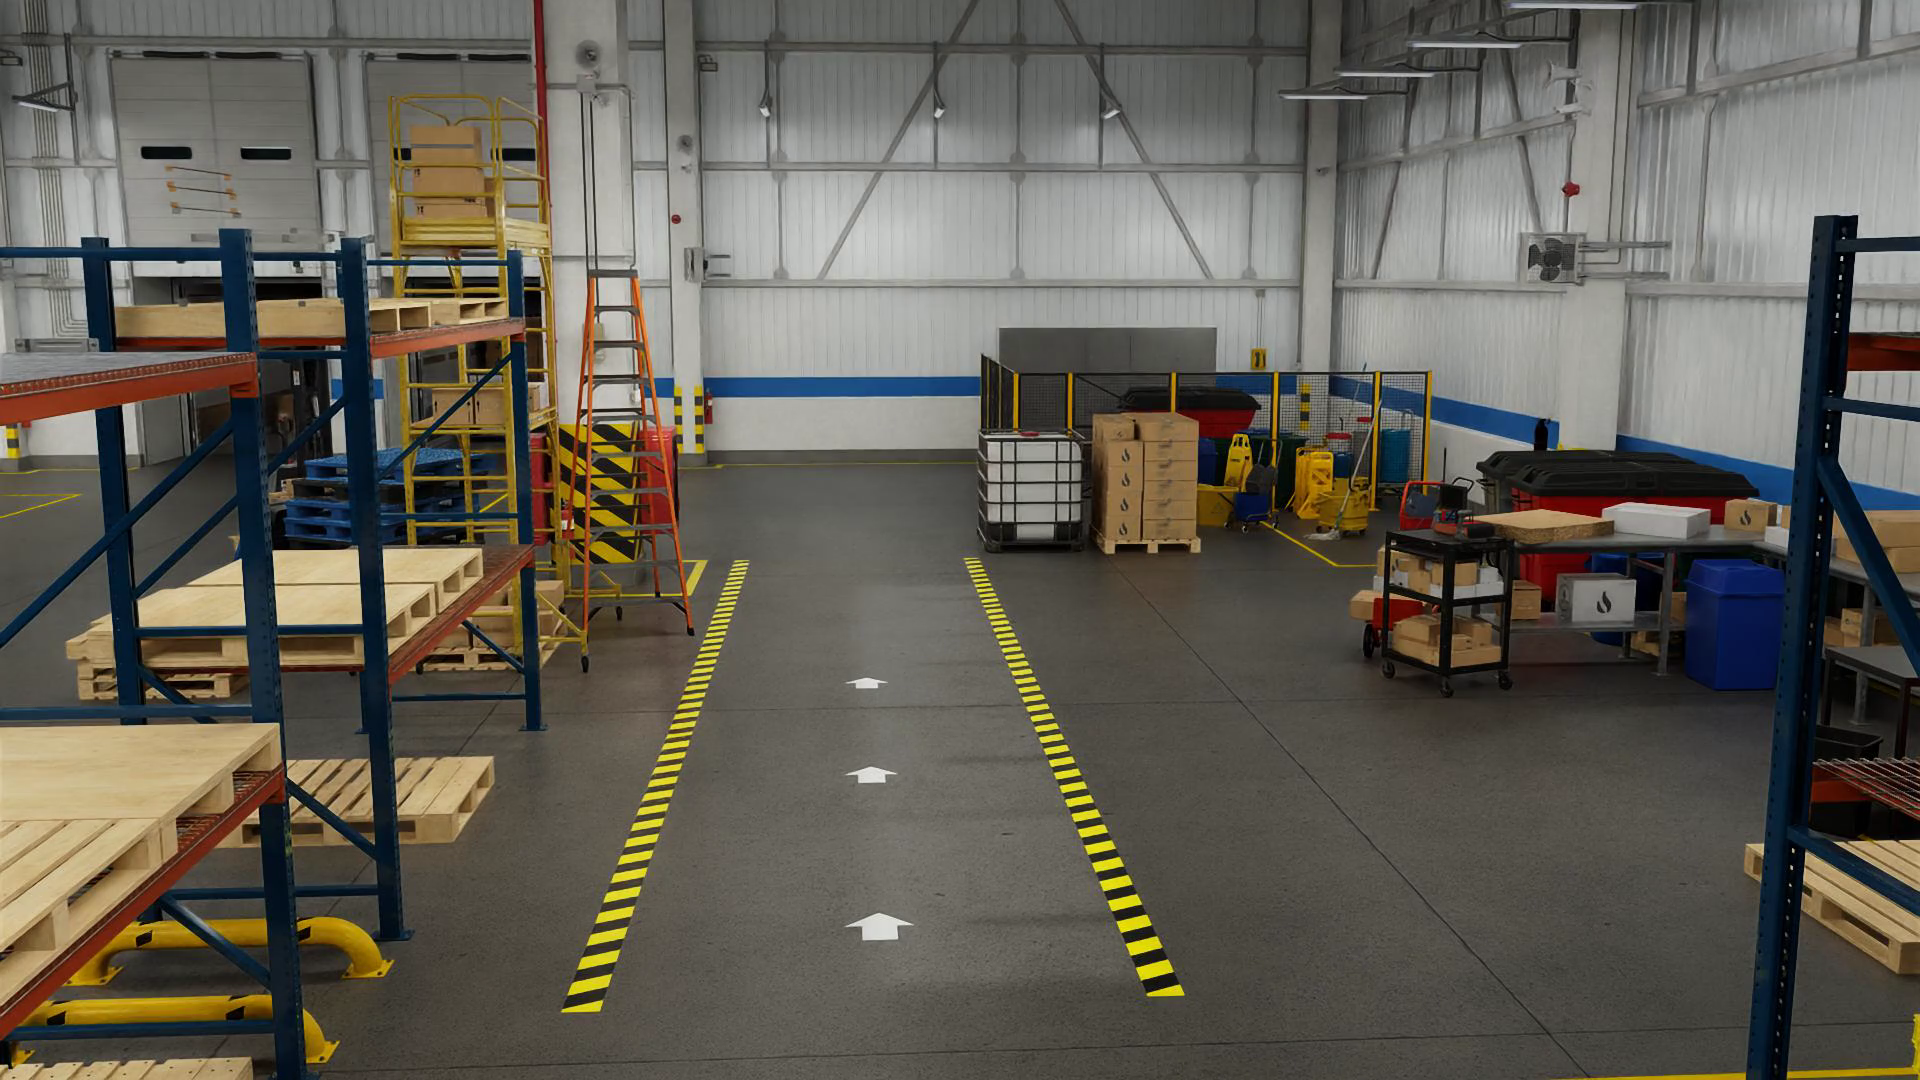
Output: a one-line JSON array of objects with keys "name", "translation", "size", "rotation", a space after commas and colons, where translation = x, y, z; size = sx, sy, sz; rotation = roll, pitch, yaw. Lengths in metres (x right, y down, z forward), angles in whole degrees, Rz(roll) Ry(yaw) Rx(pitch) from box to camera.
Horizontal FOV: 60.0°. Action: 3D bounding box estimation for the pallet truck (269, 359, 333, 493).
[{"name": "pallet truck", "translation": [-7.062, -1.131, 18.996], "size": [1.885, 1.965, 0.823], "rotation": [2, 9, 13]}]
